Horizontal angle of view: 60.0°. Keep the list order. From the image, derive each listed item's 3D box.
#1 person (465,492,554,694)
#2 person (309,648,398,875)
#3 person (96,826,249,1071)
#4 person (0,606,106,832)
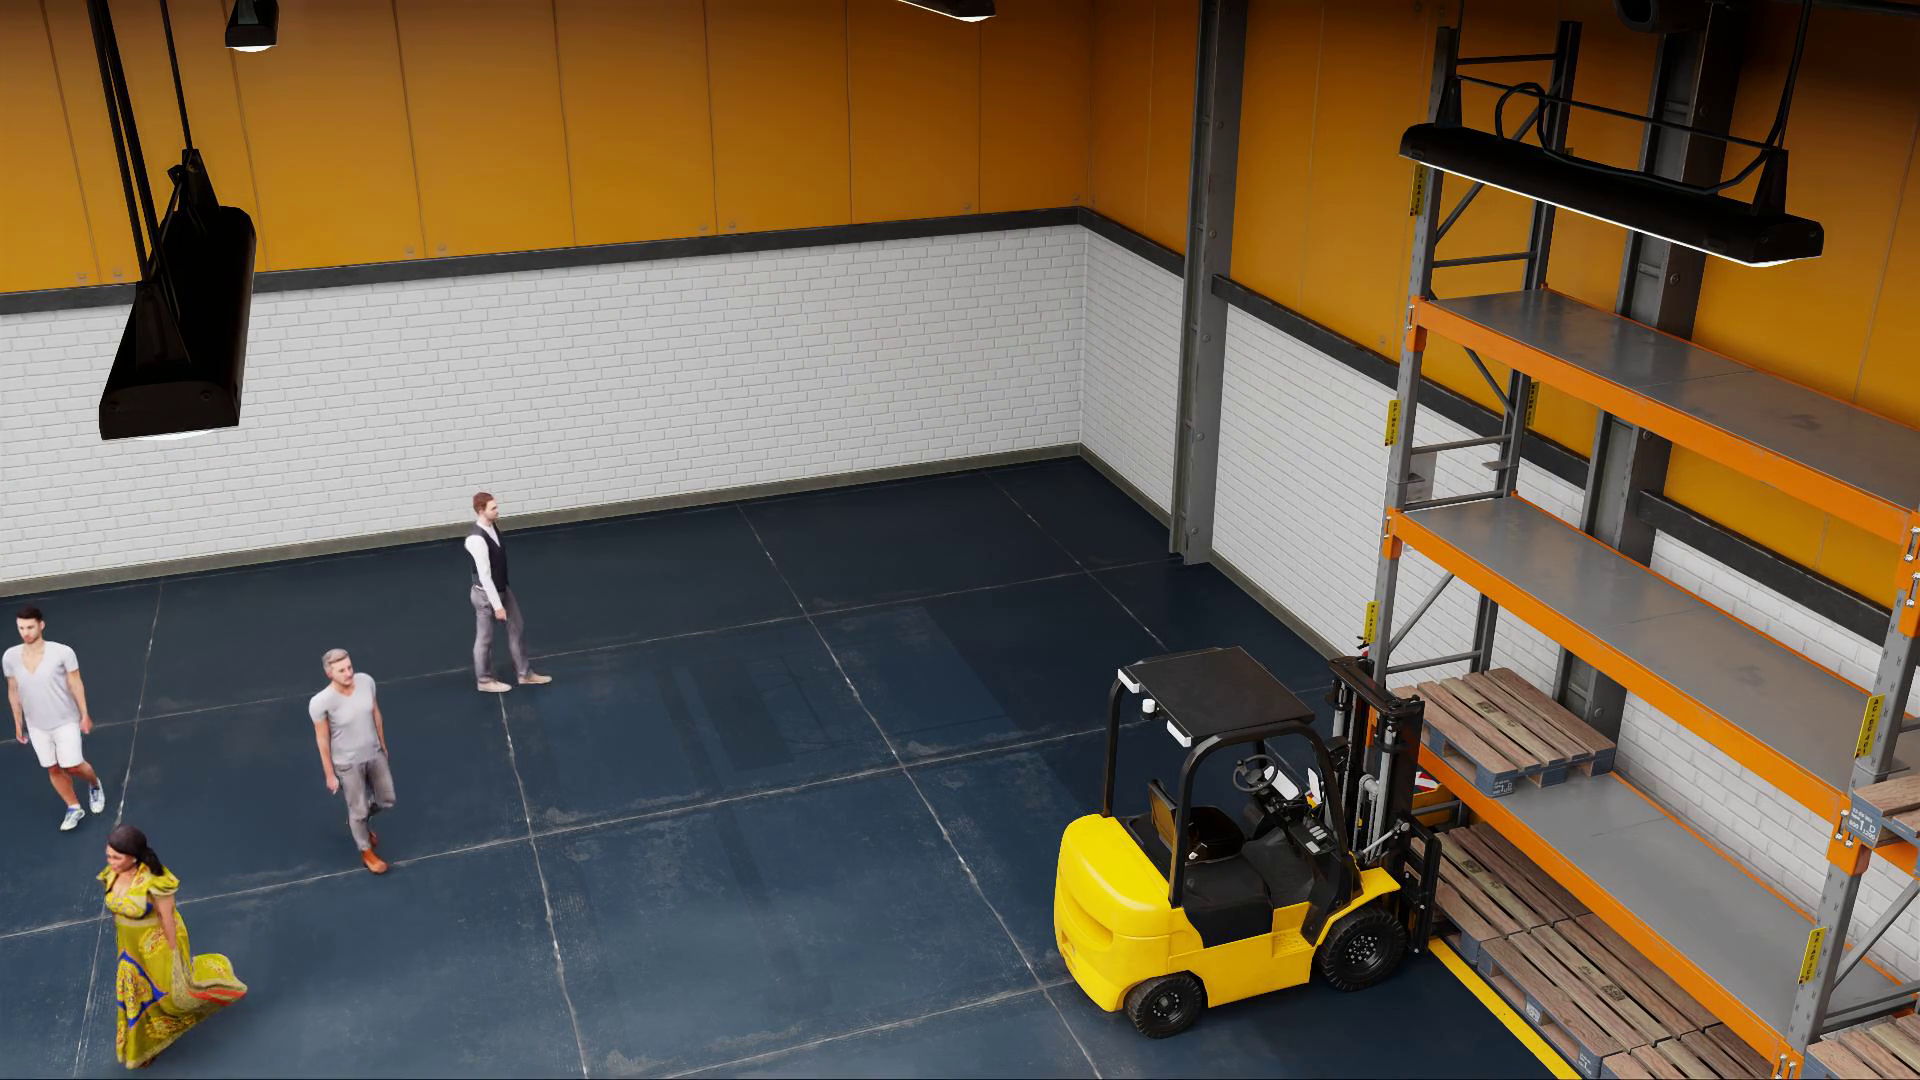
[{"bbox_3d":[-4.190,0.465,14.524,0.950,1.921,0.952,2,24,4],"label":"person"},{"bbox_3d":[-4.453,1.571,12.127,0.950,1.814,0.892,15,28,31],"label":"person"},{"bbox_3d":[-4.967,2.453,10.324,1.137,1.643,1.261,6,24,14],"label":"person"},{"bbox_3d":[-6.893,1.308,12.689,0.772,1.846,0.800,-2,24,-4],"label":"person"}]
